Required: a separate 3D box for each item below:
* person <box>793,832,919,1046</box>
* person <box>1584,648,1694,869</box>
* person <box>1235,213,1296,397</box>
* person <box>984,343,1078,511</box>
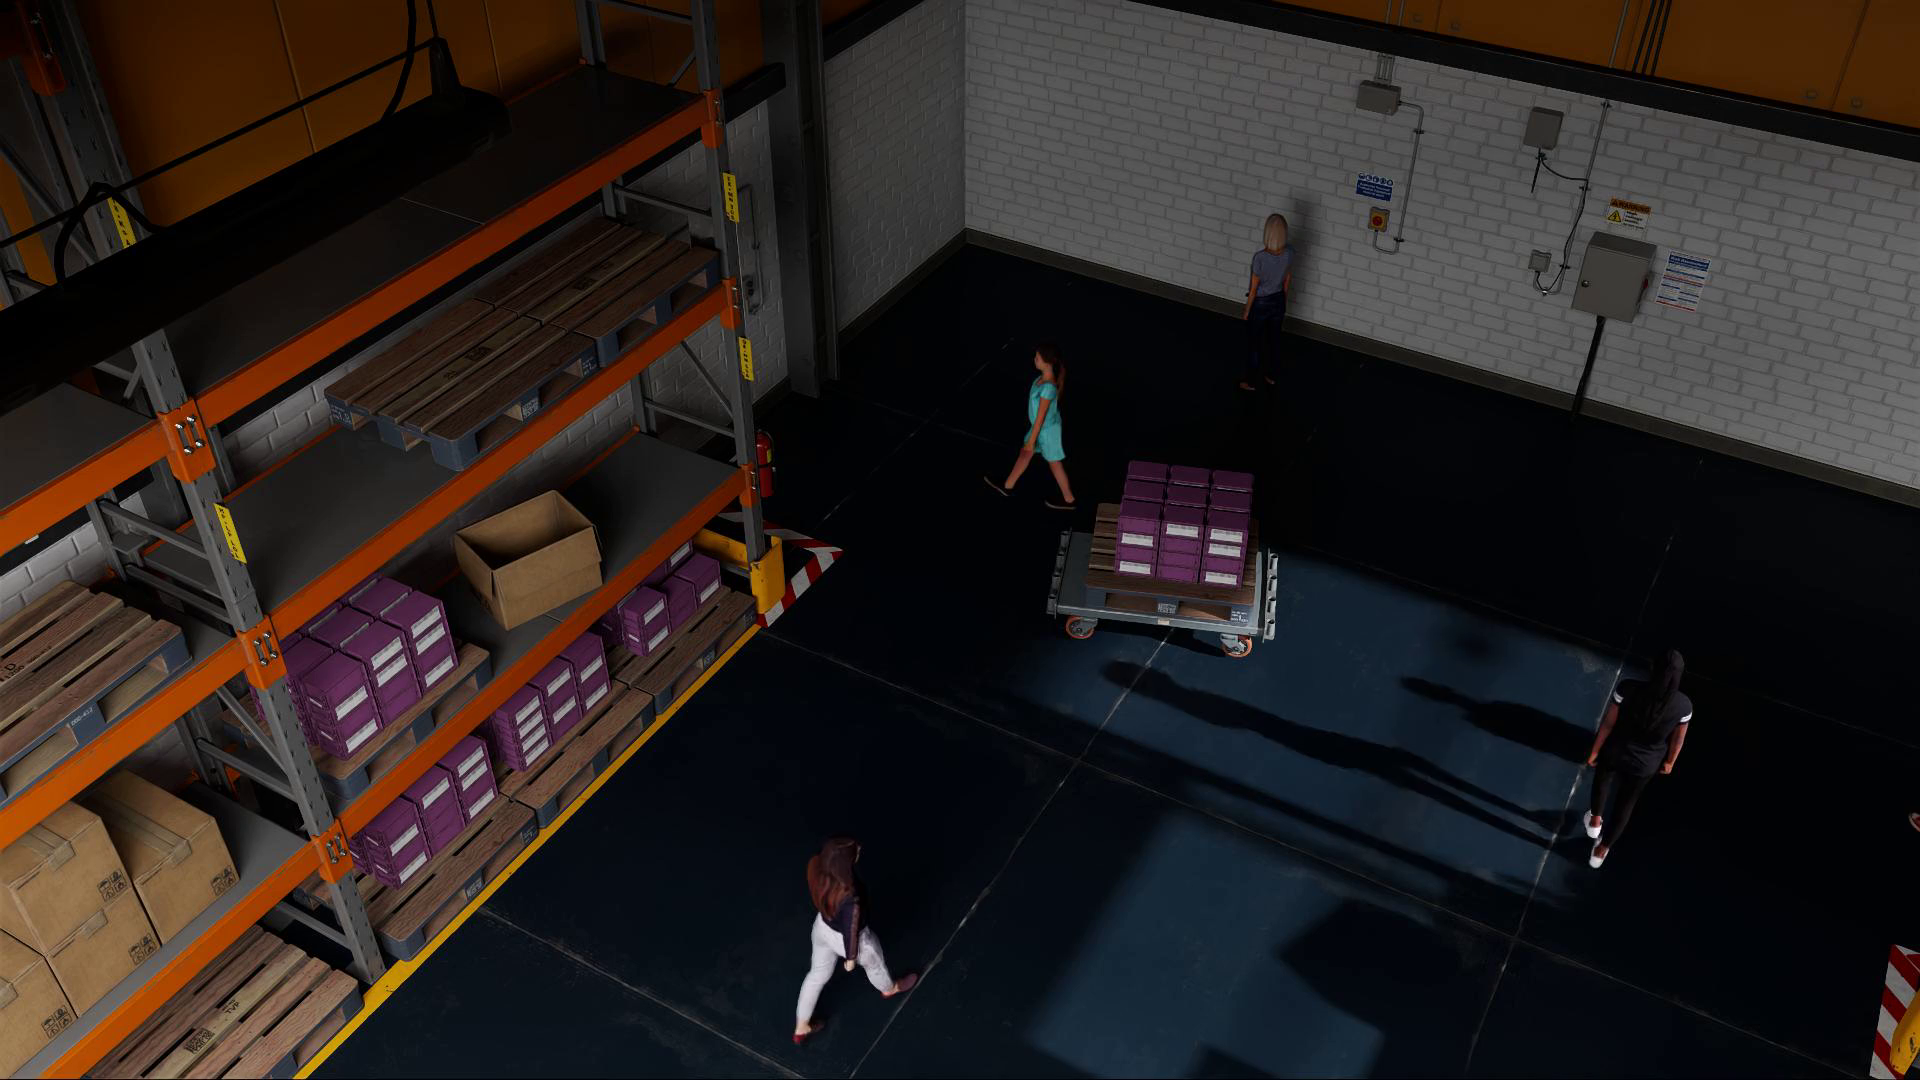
[{"bbox_3d":[-0.707,2.216,9.227,1.136,1.571,0.837,-28,46,-30],"label":"person"},{"bbox_3d":[4.089,1.376,10.163,0.652,1.716,0.690,18,42,21],"label":"person"},{"bbox_3d":[2.664,-2.041,14.437,0.633,1.722,0.724,-15,41,-18],"label":"person"},{"bbox_3d":[0.754,-0.854,13.109,0.841,1.524,1.010,6,39,8],"label":"person"}]
